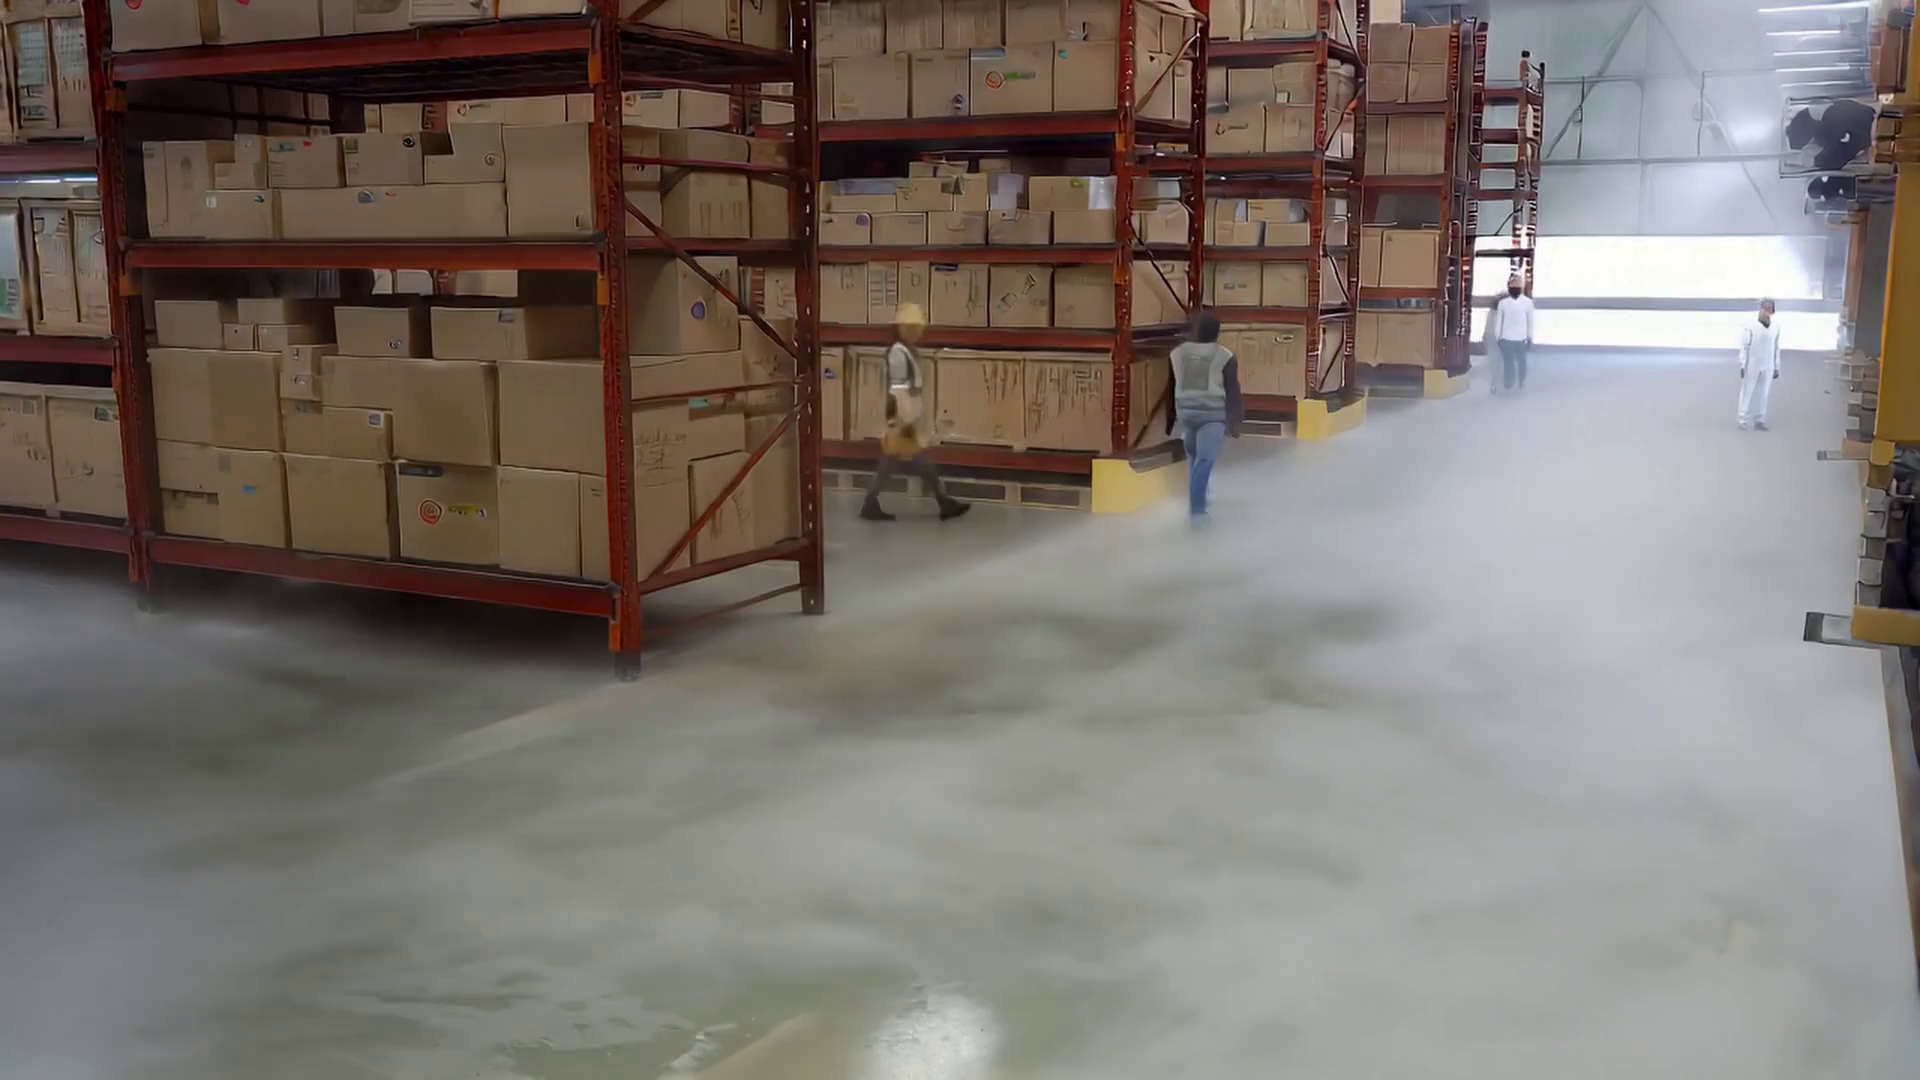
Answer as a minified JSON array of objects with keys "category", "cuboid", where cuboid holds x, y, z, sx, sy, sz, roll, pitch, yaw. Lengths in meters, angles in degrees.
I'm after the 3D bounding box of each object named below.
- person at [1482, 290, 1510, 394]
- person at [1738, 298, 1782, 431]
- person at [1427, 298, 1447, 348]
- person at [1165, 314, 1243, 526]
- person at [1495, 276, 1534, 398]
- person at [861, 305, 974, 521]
[{"category":"person","cuboid":[8.906,-3.271,27.515,0.506,1.715,0.431,-1,10,-5]},{"category":"person","cuboid":[10.491,-2.291,21.797,0.562,1.742,0.337,-1,10,-6]},{"category":"person","cuboid":[9.160,-4.034,31.641,0.688,1.820,0.610,4,11,22]},{"category":"person","cuboid":[2.166,-1.058,14.494,0.652,1.799,0.915,6,11,31]},{"category":"person","cuboid":[9.000,-3.300,26.984,0.622,1.975,0.806,5,11,28]},{"category":"person","cuboid":[-0.415,-1.080,14.381,1.008,1.878,0.569,3,10,14]}]
